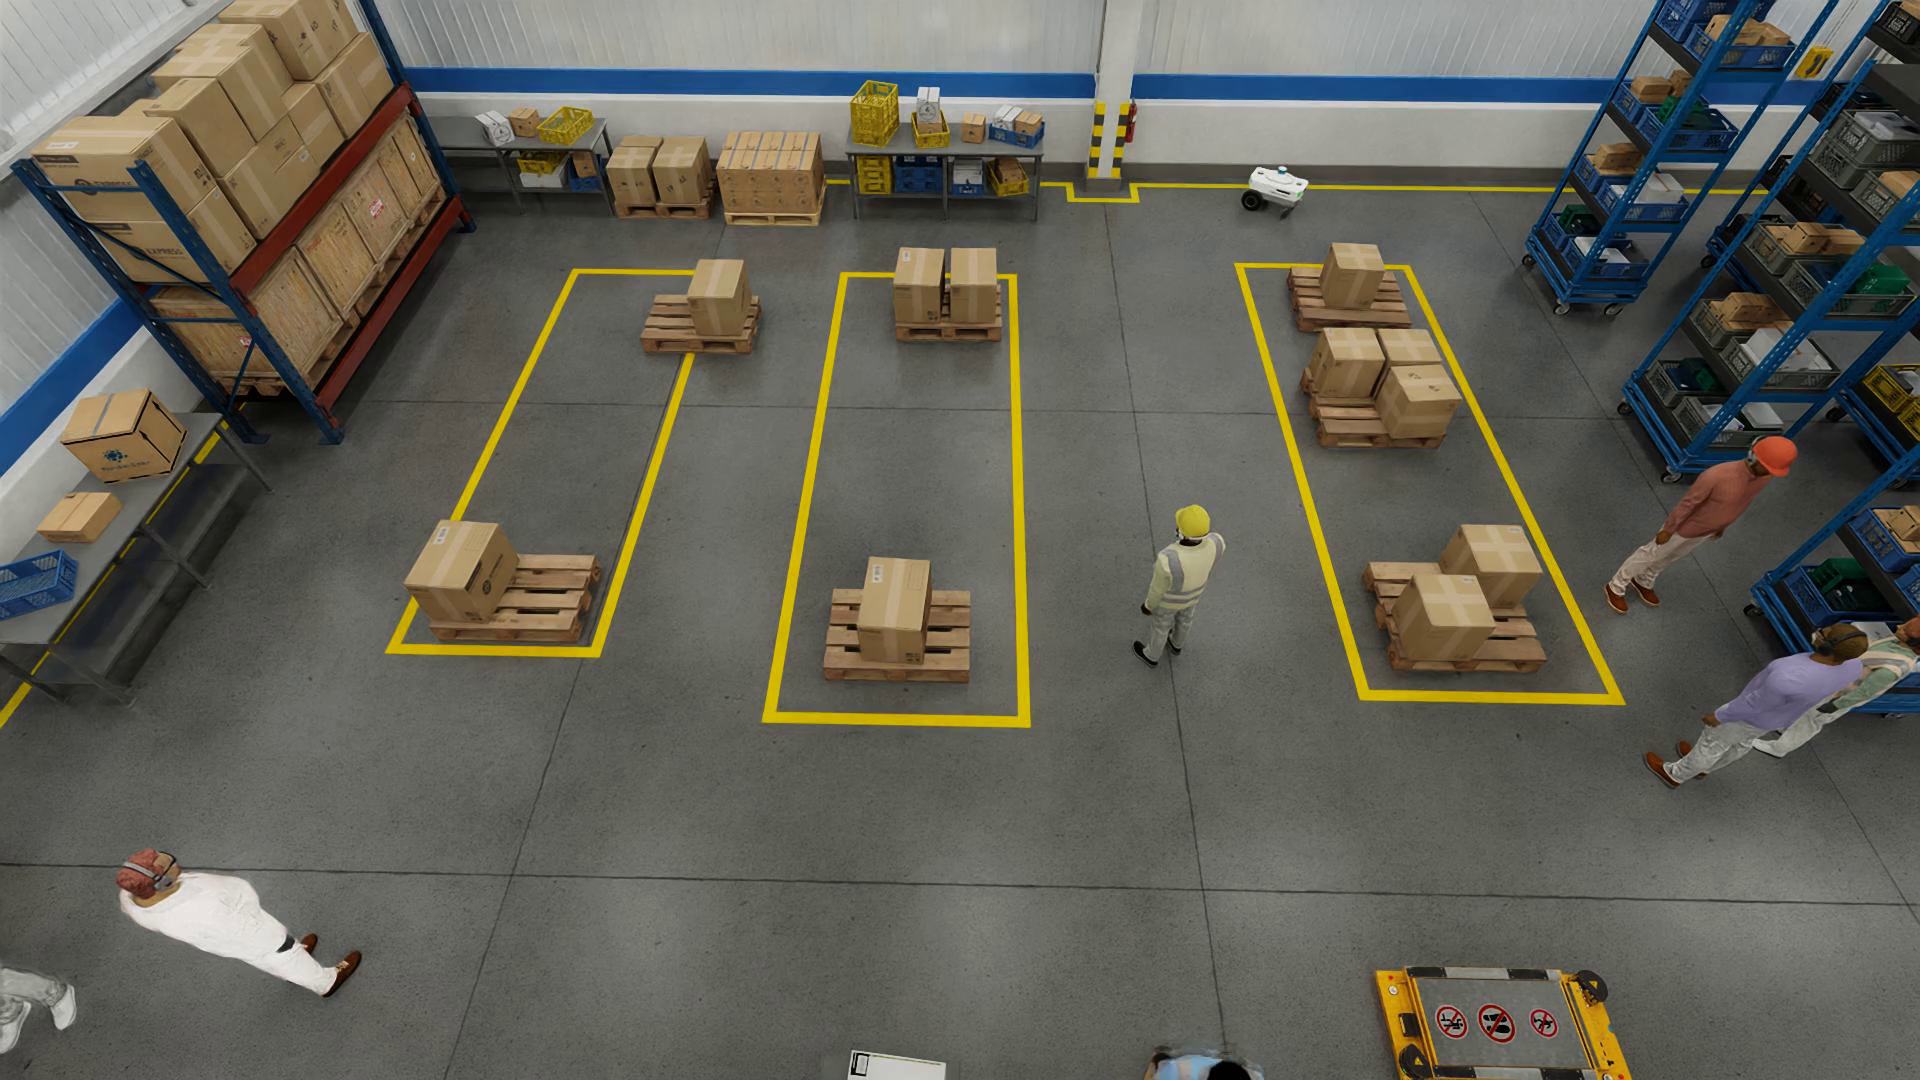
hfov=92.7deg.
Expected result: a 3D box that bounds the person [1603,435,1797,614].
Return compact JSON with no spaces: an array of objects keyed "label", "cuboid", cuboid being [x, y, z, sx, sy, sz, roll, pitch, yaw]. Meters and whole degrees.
[{"label":"person","cuboid":[6.005,-0.119,7.467,0.608,1.987,0.388,-9,51,-8]}]

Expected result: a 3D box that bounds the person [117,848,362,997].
[{"label":"person","cuboid":[-4.350,2.319,5.537,0.645,1.899,0.401,13,52,10]}]

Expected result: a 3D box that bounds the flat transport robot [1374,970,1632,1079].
[{"label":"flat transport robot","cuboid":[3.501,3.133,5.914,1.431,0.197,0.652,1,51,1]}]

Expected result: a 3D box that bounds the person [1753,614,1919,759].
[{"label":"person","cuboid":[6.476,1.084,6.707,0.525,1.639,0.307,-37,60,-26]}]

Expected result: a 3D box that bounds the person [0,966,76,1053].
[{"label":"person","cuboid":[-6.068,2.536,5.347,0.597,1.914,0.372,-18,53,-14]}]

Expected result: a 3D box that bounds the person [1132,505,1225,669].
[{"label":"person","cuboid":[1.679,0.379,7.158,0.591,1.834,0.404,-21,54,-16]}]

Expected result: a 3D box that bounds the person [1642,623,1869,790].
[{"label":"person","cuboid":[5.581,1.191,6.429,0.627,1.941,0.371,-10,52,-8]}]

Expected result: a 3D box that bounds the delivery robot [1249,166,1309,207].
[{"label":"delivery robot","cuboid":[4.169,-4.648,12.017,0.707,0.478,0.477,25,55,19]}]

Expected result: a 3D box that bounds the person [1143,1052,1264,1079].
[{"label":"person","cuboid":[1.313,3.129,5.033,0.570,1.648,0.887,8,51,6]}]
